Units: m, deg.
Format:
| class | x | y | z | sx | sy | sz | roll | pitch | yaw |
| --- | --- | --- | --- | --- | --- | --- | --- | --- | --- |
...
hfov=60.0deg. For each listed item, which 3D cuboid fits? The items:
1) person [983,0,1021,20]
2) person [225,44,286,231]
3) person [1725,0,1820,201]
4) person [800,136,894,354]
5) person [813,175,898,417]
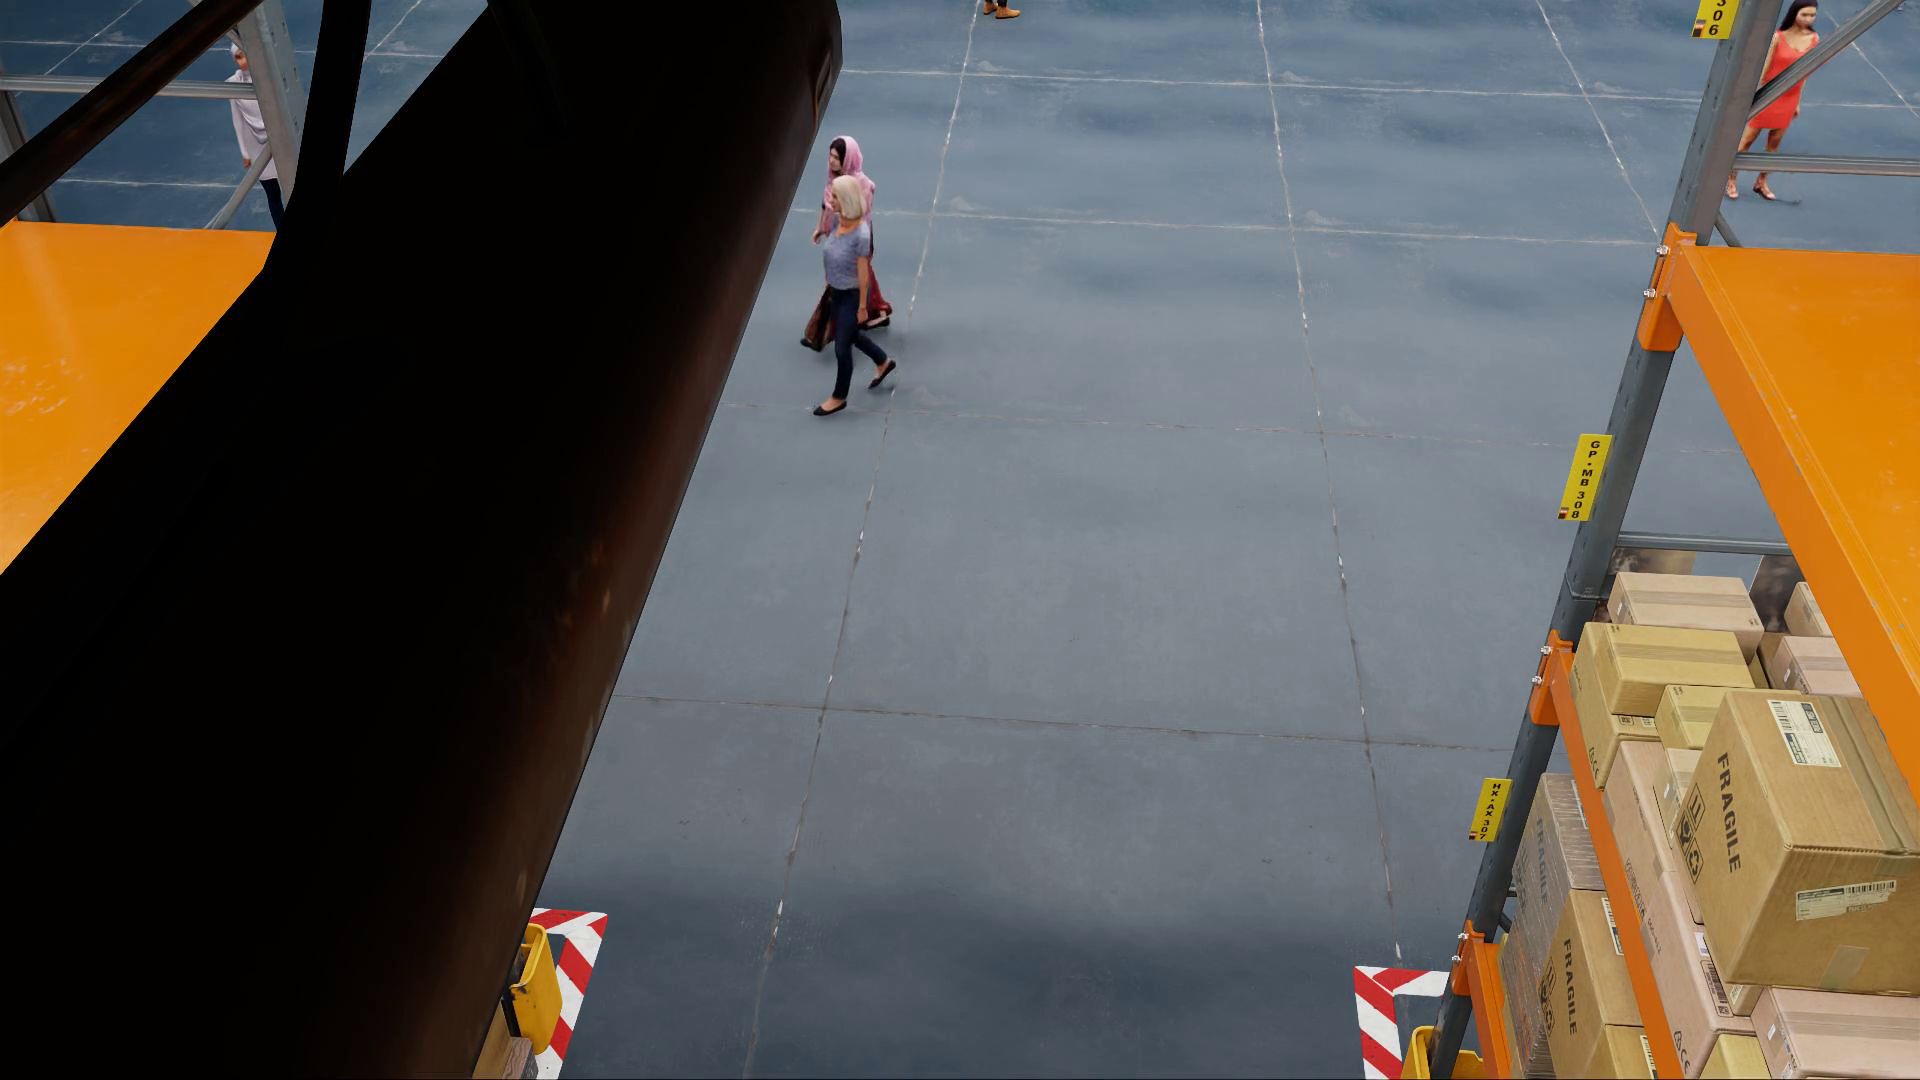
| class | x | y | z | sx | sy | sz | roll | pitch | yaw |
| --- | --- | --- | --- | --- | --- | --- | --- | --- | --- |
| person | 0.400 | -6.258 | 17.095 | 0.821 | 1.727 | 0.767 | -29 | 47 | -32 |
| person | -5.352 | -3.047 | 12.951 | 0.666 | 1.776 | 0.611 | -5 | 38 | -7 |
| person | 6.767 | -3.661 | 13.780 | 0.626 | 1.721 | 0.586 | -3 | 38 | -3 |
| person | -0.733 | -2.154 | 11.959 | 1.000 | 1.592 | 1.059 | -16 | 41 | -19 |
| person | -0.692 | -1.684 | 11.266 | 0.968 | 1.706 | 0.974 | -19 | 42 | -23 |
